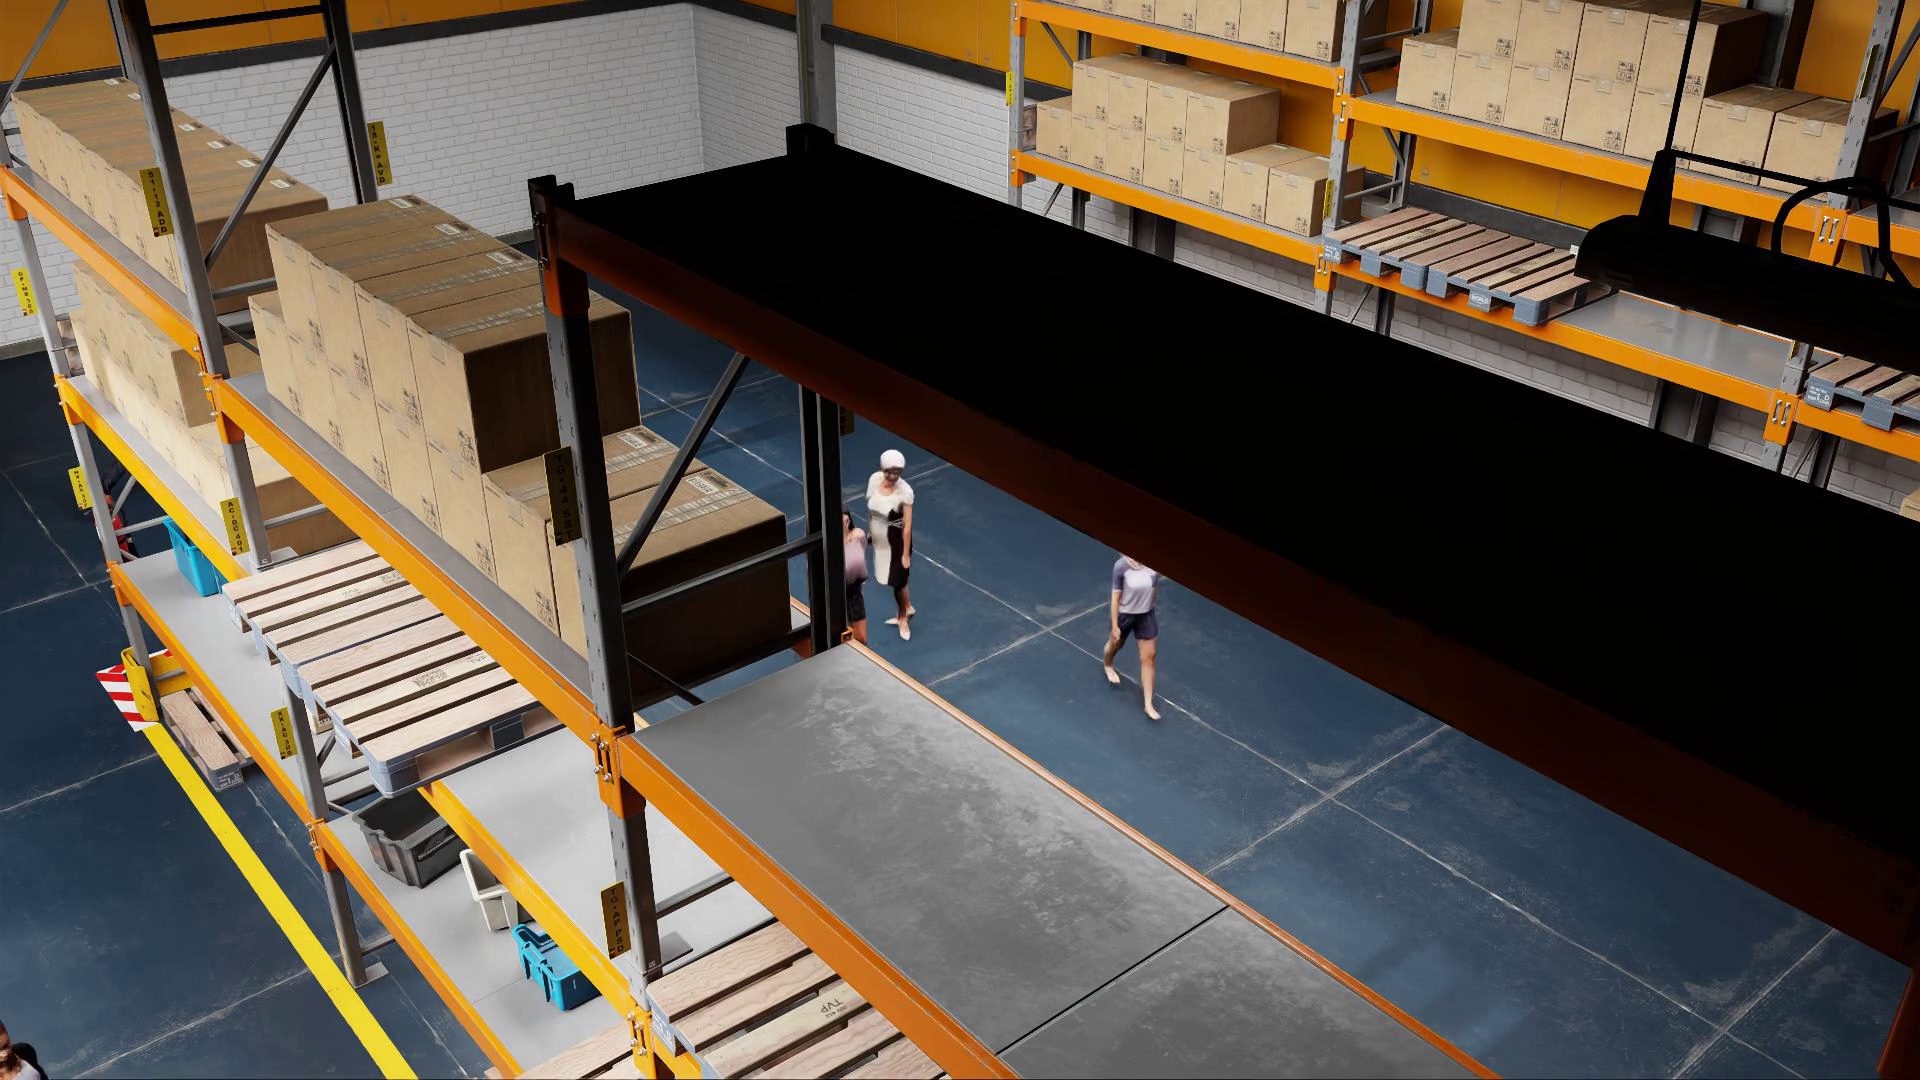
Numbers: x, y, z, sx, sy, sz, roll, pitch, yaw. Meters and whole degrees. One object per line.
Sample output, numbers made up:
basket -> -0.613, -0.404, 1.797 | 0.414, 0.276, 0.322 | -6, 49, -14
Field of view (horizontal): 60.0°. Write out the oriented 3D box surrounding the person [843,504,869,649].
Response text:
person -> -0.951, 0.449, 12.755 | 0.695, 1.776, 0.883 | -19, 34, -31

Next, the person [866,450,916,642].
person -> -0.540, 0.018, 13.602 | 0.750, 1.722, 0.601 | -16, 32, -26

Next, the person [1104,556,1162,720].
person -> 1.299, 0.553, 12.830 | 0.820, 1.521, 1.116 | -10, 30, -17
